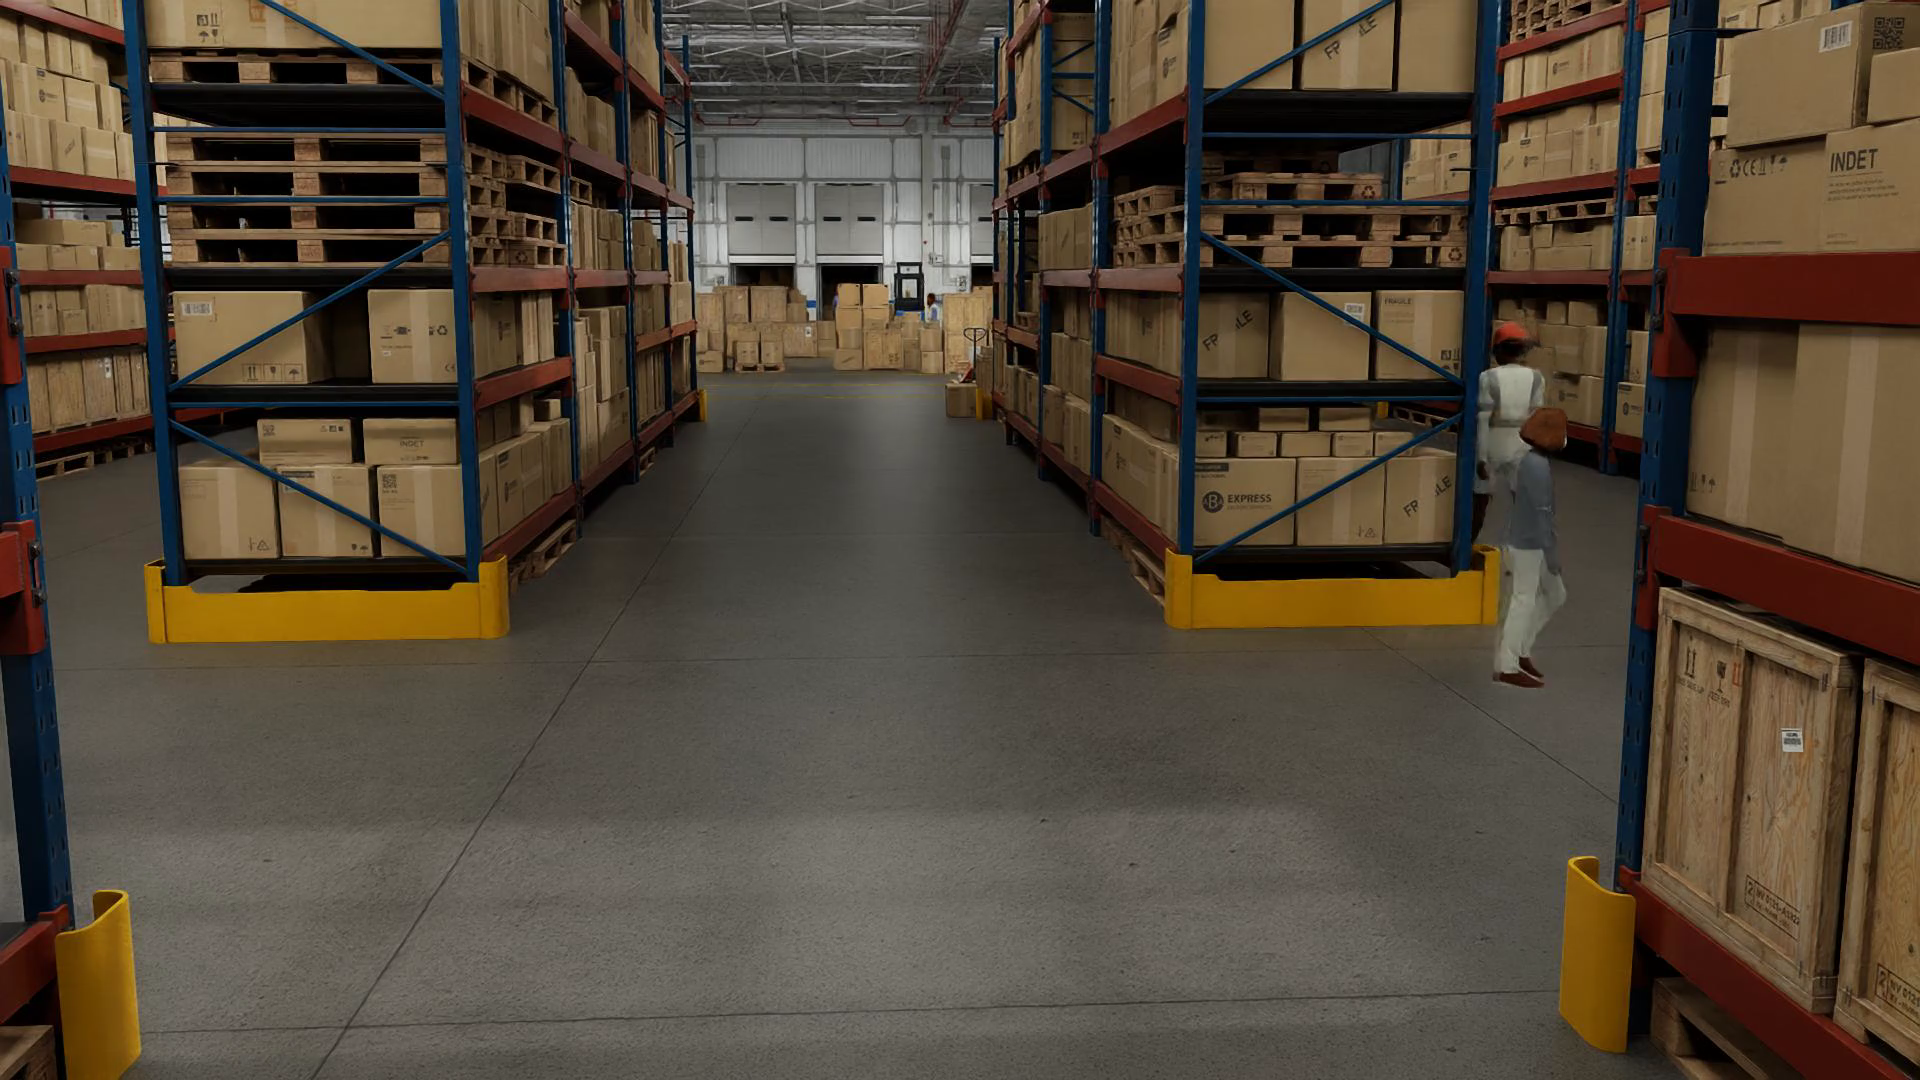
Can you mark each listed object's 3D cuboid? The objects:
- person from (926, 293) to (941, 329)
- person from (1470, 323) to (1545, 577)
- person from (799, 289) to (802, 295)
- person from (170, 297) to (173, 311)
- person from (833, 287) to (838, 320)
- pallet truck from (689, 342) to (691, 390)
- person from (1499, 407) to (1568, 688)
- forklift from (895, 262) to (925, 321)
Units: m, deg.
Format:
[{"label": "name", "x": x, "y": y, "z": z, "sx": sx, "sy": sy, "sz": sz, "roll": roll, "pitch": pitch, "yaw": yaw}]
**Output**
[{"label": "person", "x": -0.681, "y": -5.473, "z": 43.240, "sx": 0.487, "sy": 1.906, "sz": 0.621, "roll": -1, "pitch": 9, "yaw": -8}, {"label": "person", "x": 4.298, "y": -0.719, "z": 13.172, "sx": 0.614, "sy": 1.979, "sz": 1.076, "roll": -1, "pitch": 9, "yaw": -8}, {"label": "person", "x": -6.019, "y": -8.537, "z": 62.691, "sx": 0.983, "sy": 1.832, "sz": 0.605, "roll": 1, "pitch": 9, "yaw": 8}, {"label": "person", "x": -29.535, "y": -8.629, "z": 62.801, "sx": 0.392, "sy": 1.990, "sz": 0.612, "roll": 1, "pitch": 9, "yaw": 7}, {"label": "person", "x": -4.566, "y": -8.625, "z": 62.947, "sx": 0.542, "sy": 1.936, "sz": 0.364, "roll": 2, "pitch": 9, "yaw": 10}, {"label": "pallet truck", "x": -5.225, "y": -3.008, "z": 27.480, "sx": 1.885, "sy": 1.965, "sz": 0.823, "roll": 2, "pitch": 9, "yaw": 14}, {"label": "person", "x": 3.269, "y": 0.053, "z": 9.454, "sx": 0.380, "sy": 1.617, "sz": 0.500, "roll": 4, "pitch": 10, "yaw": 21}, {"label": "forklift", "x": -1.829, "y": -8.659, "z": 60.204, "sx": 1.129, "sy": 2.768, "sz": 1.873, "roll": -1, "pitch": 9, "yaw": -4}]
